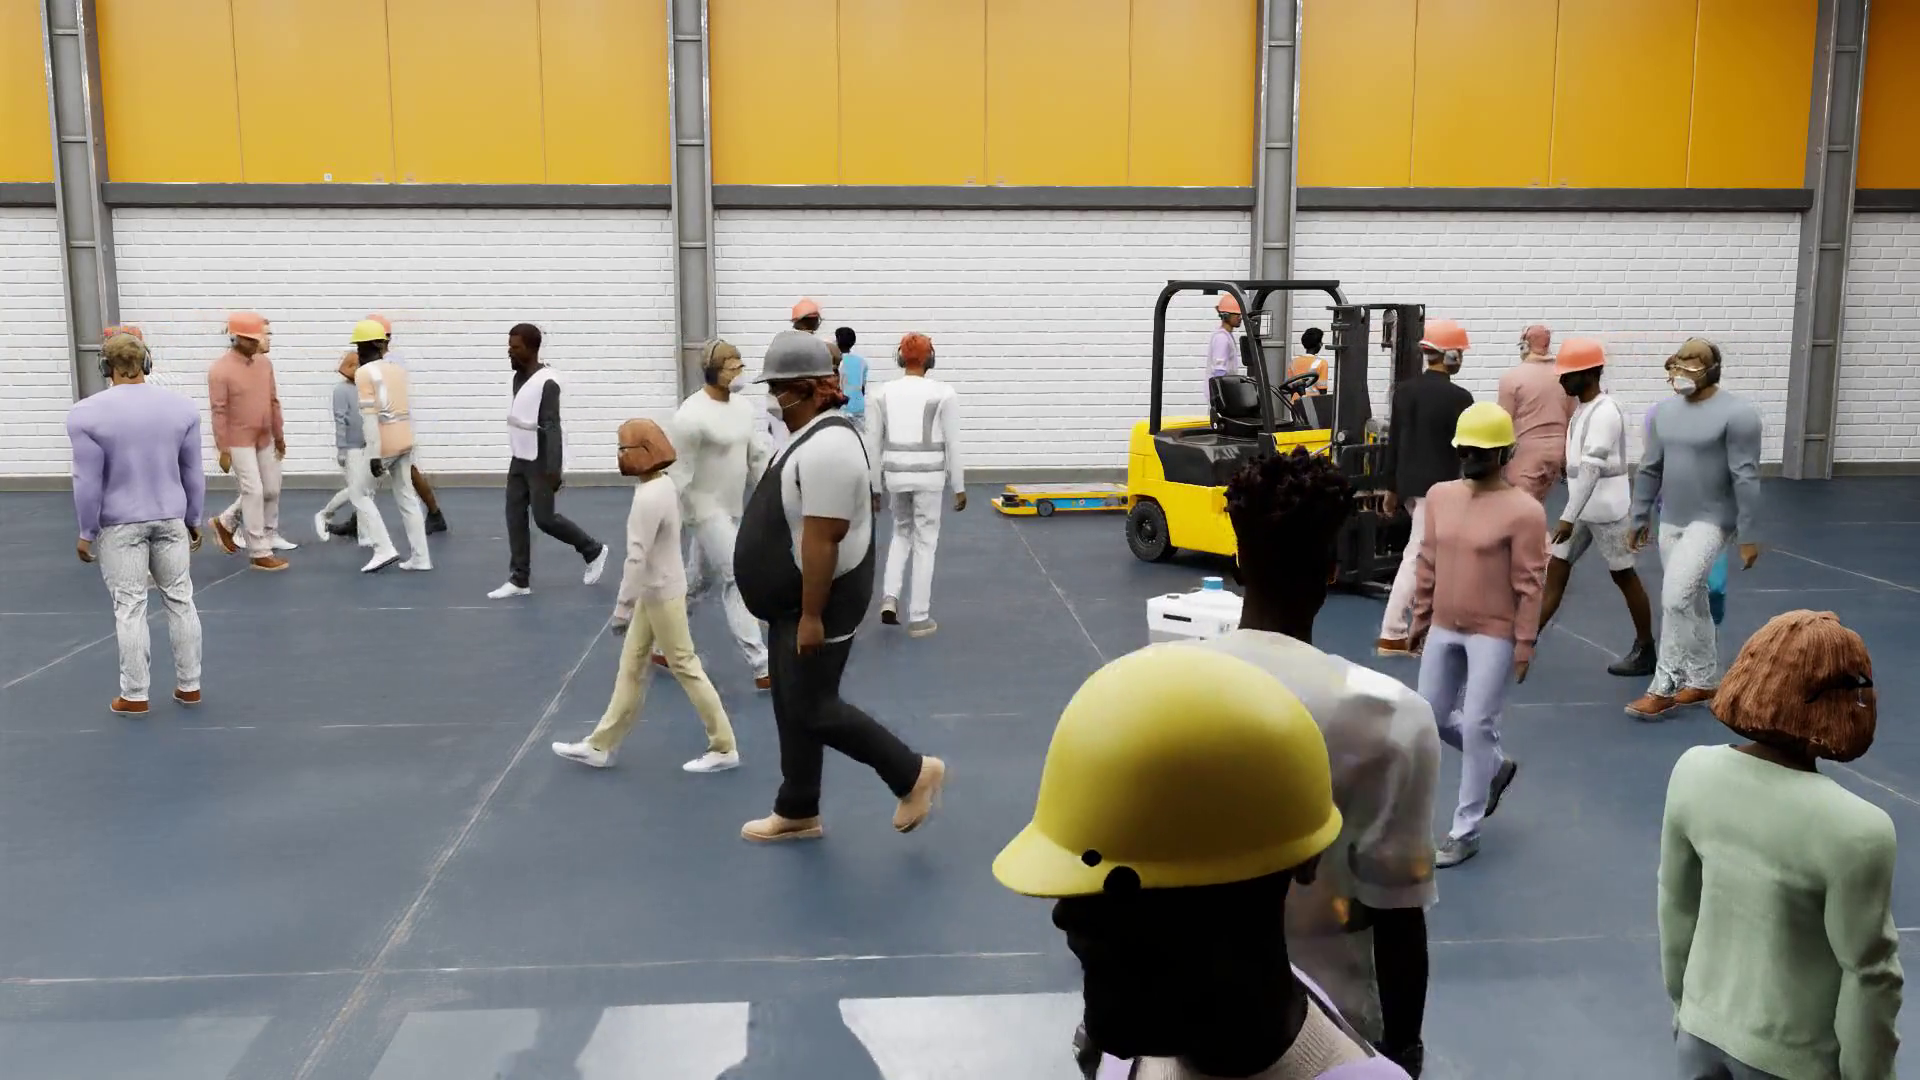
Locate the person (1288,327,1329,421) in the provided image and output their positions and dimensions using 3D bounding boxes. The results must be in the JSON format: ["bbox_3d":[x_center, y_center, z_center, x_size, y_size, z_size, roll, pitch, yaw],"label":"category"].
[{"bbox_3d":[3.524,-1.299,16.814,0.317,1.693,0.535,-5,10,-28],"label":"person"}]

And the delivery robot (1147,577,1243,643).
[{"bbox_3d":[1.382,0.447,9.111,0.707,0.478,0.477,7,12,40],"label":"delivery robot"}]

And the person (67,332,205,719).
[{"bbox_3d":[-4.108,-0.071,8.346,0.627,1.934,0.371,-9,13,-44],"label":"person"}]

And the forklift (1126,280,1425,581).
[{"bbox_3d":[2.301,-0.860,12.475,1.214,2.155,2.313,-6,11,-35],"label":"forklift"}]

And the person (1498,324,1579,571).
[{"bbox_3d":[4.073,-0.578,11.705,0.657,1.877,0.771,-4,10,-22],"label":"person"}]

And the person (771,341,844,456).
[{"bbox_3d":[-0.889,-0.277,9.989,0.435,1.823,0.643,4,10,24],"label":"person"}]

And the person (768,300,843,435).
[{"bbox_3d":[-1.425,-1.156,15.005,0.643,1.988,0.861,-8,12,-43],"label":"person"}]

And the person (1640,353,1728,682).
[{"bbox_3d":[4.064,-0.149,9.201,0.591,1.812,0.581,5,10,30],"label":"person"}]

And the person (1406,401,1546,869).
[{"bbox_3d":[1.981,0.338,6.312,0.578,1.749,0.540,-7,11,-36],"label":"person"}]

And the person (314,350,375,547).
[{"bbox_3d":[-4.951,-0.735,13.484,0.486,1.614,0.519,2,9,13],"label":"person"}]

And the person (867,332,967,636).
[{"bbox_3d":[-0.261,-0.339,10.230,0.589,1.872,0.412,4,10,23],"label":"person"}]

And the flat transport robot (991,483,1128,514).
[{"bbox_3d":[1.049,-0.392,15.561,1.431,0.197,0.652,-1,9,-9],"label":"flat transport robot"}]

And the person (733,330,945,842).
[{"bbox_3d":[-0.500,0.188,6.380,0.732,2.000,0.686,-2,9,-12],"label":"person"}]

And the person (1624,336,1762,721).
[{"bbox_3d":[3.566,-0.051,8.295,0.827,1.902,0.665,-3,10,-20],"label":"person"}]

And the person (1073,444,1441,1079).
[{"bbox_3d":[0.449,0.817,2.767,0.627,1.934,0.749,5,10,30],"label":"person"}]

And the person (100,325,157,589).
[{"bbox_3d":[-5.811,-0.562,11.643,0.578,1.871,0.426,9,12,43],"label":"person"}]

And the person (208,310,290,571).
[{"bbox_3d":[-5.394,-0.740,12.453,0.720,1.959,0.660,3,10,18],"label":"person"}]

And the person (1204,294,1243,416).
[{"bbox_3d":[2.680,-1.464,16.819,0.449,2.030,0.624,2,9,13],"label":"person"}]

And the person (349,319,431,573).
[{"bbox_3d":[-4.259,-0.690,12.389,0.595,1.886,0.603,2,9,15],"label":"person"}]

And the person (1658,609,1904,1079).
[{"bbox_3d":[1.463,0.929,2.998,0.283,1.633,0.497,-3,10,-19],"label":"person"}]

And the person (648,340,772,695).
[{"bbox_3d":[-1.299,-0.125,8.880,1.054,1.886,0.632,3,10,19],"label":"person"}]

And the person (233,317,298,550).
[{"bbox_3d":[-5.605,-0.833,13.263,0.464,1.887,0.664,1,9,8],"label":"person"}]

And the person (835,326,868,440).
[{"bbox_3d":[-1.153,-1.332,17.003,0.317,1.697,0.541,7,12,39],"label":"person"}]

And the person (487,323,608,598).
[{"bbox_3d":[-2.889,-0.557,11.524,0.791,1.897,0.595,-8,12,-41],"label":"person"}]

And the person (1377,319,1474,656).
[{"bbox_3d":[2.859,-0.299,9.699,0.973,1.947,0.642,-4,10,-21],"label":"person"}]

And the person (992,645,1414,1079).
[{"bbox_3d":[0.146,1.035,1.502,0.886,1.889,0.610,-2,9,-15],"label":"person"}]

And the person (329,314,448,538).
[{"bbox_3d":[-4.839,-0.950,14.024,0.989,1.890,0.565,-5,10,-27],"label":"person"}]

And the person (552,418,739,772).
[{"bbox_3d":[-1.383,0.258,7.334,0.853,1.583,0.519,-1,9,-5],"label":"person"}]

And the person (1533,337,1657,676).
[{"bbox_3d":[3.434,-0.171,9.155,1.009,1.868,0.573,0,9,3],"label":"person"}]
